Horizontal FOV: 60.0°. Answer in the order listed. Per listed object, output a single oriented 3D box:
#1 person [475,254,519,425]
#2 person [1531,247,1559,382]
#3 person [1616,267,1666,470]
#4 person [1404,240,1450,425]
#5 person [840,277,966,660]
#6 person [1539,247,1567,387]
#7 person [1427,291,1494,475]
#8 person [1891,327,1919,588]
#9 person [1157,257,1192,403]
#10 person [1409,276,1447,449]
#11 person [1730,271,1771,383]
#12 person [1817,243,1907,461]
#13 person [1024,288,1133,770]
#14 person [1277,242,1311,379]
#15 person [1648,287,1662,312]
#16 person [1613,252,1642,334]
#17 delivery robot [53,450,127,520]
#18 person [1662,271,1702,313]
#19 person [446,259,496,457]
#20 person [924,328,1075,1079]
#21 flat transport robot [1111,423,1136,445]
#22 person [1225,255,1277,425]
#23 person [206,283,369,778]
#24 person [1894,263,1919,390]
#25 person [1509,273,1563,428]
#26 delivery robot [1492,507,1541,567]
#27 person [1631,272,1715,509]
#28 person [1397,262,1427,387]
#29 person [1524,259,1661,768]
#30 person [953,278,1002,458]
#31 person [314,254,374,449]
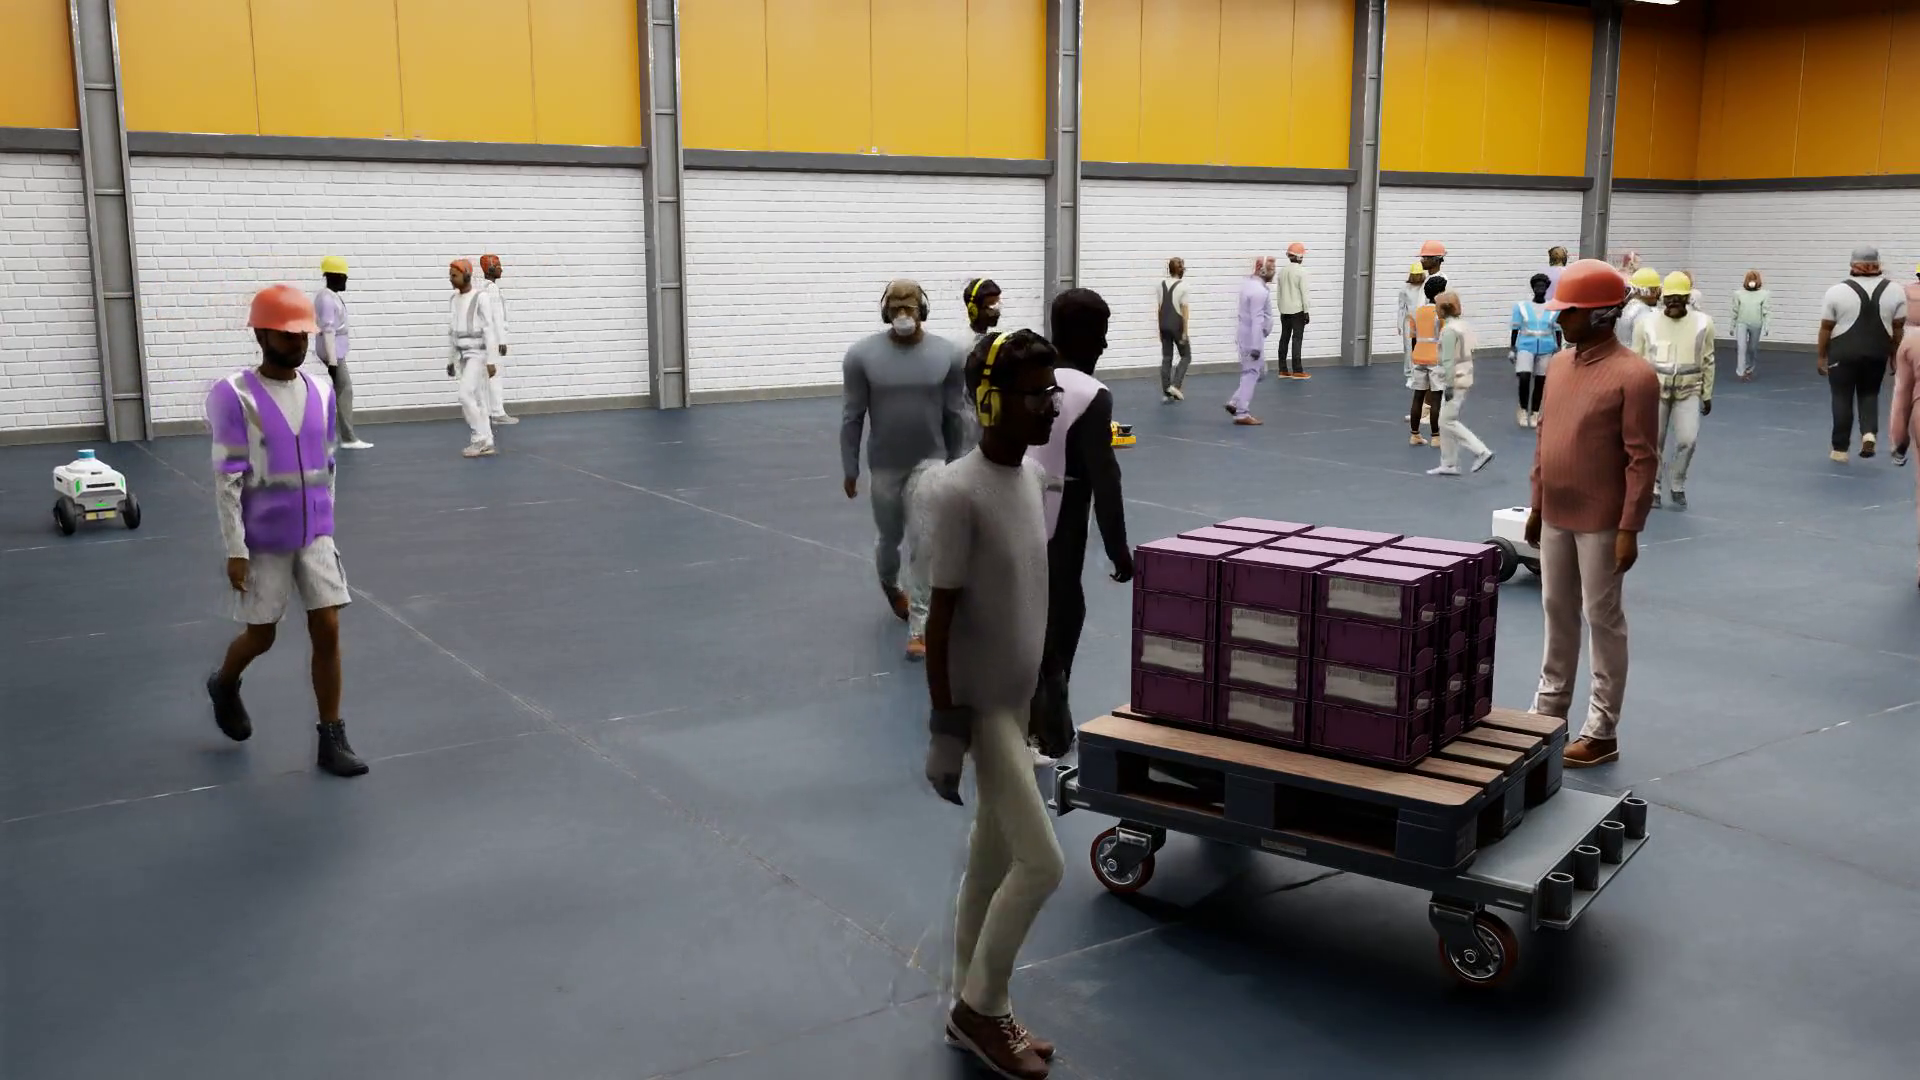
[{"bbox_3d":[-5.185,-2.224,18.506,0.355,1.880,0.576,-7,12,-34],"label":"person"},{"bbox_3d":[8.524,-3.234,23.919,0.621,1.933,0.709,6,12,29],"label":"person"},{"bbox_3d":[5.959,-1.512,14.774,0.676,1.815,0.602,2,10,9],"label":"person"},{"bbox_3d":[5.197,-2.289,18.413,0.373,2.044,0.606,0,10,-1],"label":"person"},{"bbox_3d":[-0.291,-0.403,8.526,0.642,1.897,0.985,-1,10,-4],"label":"person"},{"bbox_3d":[8.228,-3.063,22.944,0.372,1.940,0.632,-7,12,-34],"label":"person"},{"bbox_3d":[4.321,-1.336,14.348,0.512,1.615,0.539,4,11,19],"label":"person"},{"bbox_3d":[5.881,-0.628,9.843,1.005,1.859,0.654,-9,13,-39],"label":"person"},{"bbox_3d":[2.694,-2.631,20.886,0.508,1.831,0.403,9,13,39],"label":"person"},{"bbox_3d":[4.654,-1.746,16.389,0.318,1.697,0.535,-7,12,-34],"label":"person"},{"bbox_3d":[11.382,-3.075,23.958,0.511,1.593,0.839,5,11,25],"label":"person"},{"bbox_3d":[8.285,-1.735,15.381,0.708,2.000,0.536,2,11,12],"label":"person"},{"bbox_3d":[0.431,-0.008,6.388,0.699,1.856,0.599,-6,12,-29],"label":"person"},{"bbox_3d":[4.908,-3.363,24.432,0.375,1.995,0.611,-7,12,-34],"label":"person"},{"bbox_3d":[6.990,-1.842,17.105,0.580,1.622,0.530,-7,13,-35],"label":"person"},{"bbox_3d":[8.813,-2.821,21.784,0.884,1.869,0.669,2,10,10],"label":"person"},{"bbox_3d":[-6.226,-0.403,11.891,0.477,0.478,0.707,-8,13,-39],"label":"delivery robot"},{"bbox_3d":[9.966,-2.908,23.026,0.502,1.596,0.812,7,12,33],"label":"person"},{"bbox_3d":[-4.655,-1.707,15.690,0.601,1.866,0.589,9,14,41],"label":"person"},{"bbox_3d":[0.152,0.418,4.077,0.493,1.857,0.552,5,11,24],"label":"person"},{"bbox_3d":[1.077,-1.120,16.864,0.652,0.197,1.431,-7,12,-33],"label":"flat transport robot"},{"bbox_3d":[3.247,-2.195,18.357,0.435,1.878,0.669,1,10,3],"label":"person"},{"bbox_3d":[-2.681,-0.046,6.495,0.810,1.912,0.553,8,13,37],"label":"person"},{"bbox_3d":[12.939,-2.883,22.450,0.523,1.761,0.328,4,11,22],"label":"person"},{"bbox_3d":[6.230,-2.027,17.955,0.555,1.674,0.541,2,11,11],"label":"person"},{"bbox_3d":[3.539,-0.041,9.914,0.477,0.478,0.707,-7,12,-33],"label":"delivery robot"},{"bbox_3d":[5.402,-1.124,12.656,0.622,1.811,0.552,3,11,18],"label":"person"},{"bbox_3d":[6.275,-2.948,22.909,0.505,1.718,0.657,2,11,12],"label":"person"},{"bbox_3d":[2.453,-0.101,6.568,0.392,1.989,0.610,-3,11,-18],"label":"person"},{"bbox_3d":[0.206,-0.601,9.742,0.850,1.827,0.505,3,11,18],"label":"person"},{"bbox_3d":[-6.158,-1.822,16.214,0.660,1.909,0.605,-4,11,-19],"label":"person"}]
